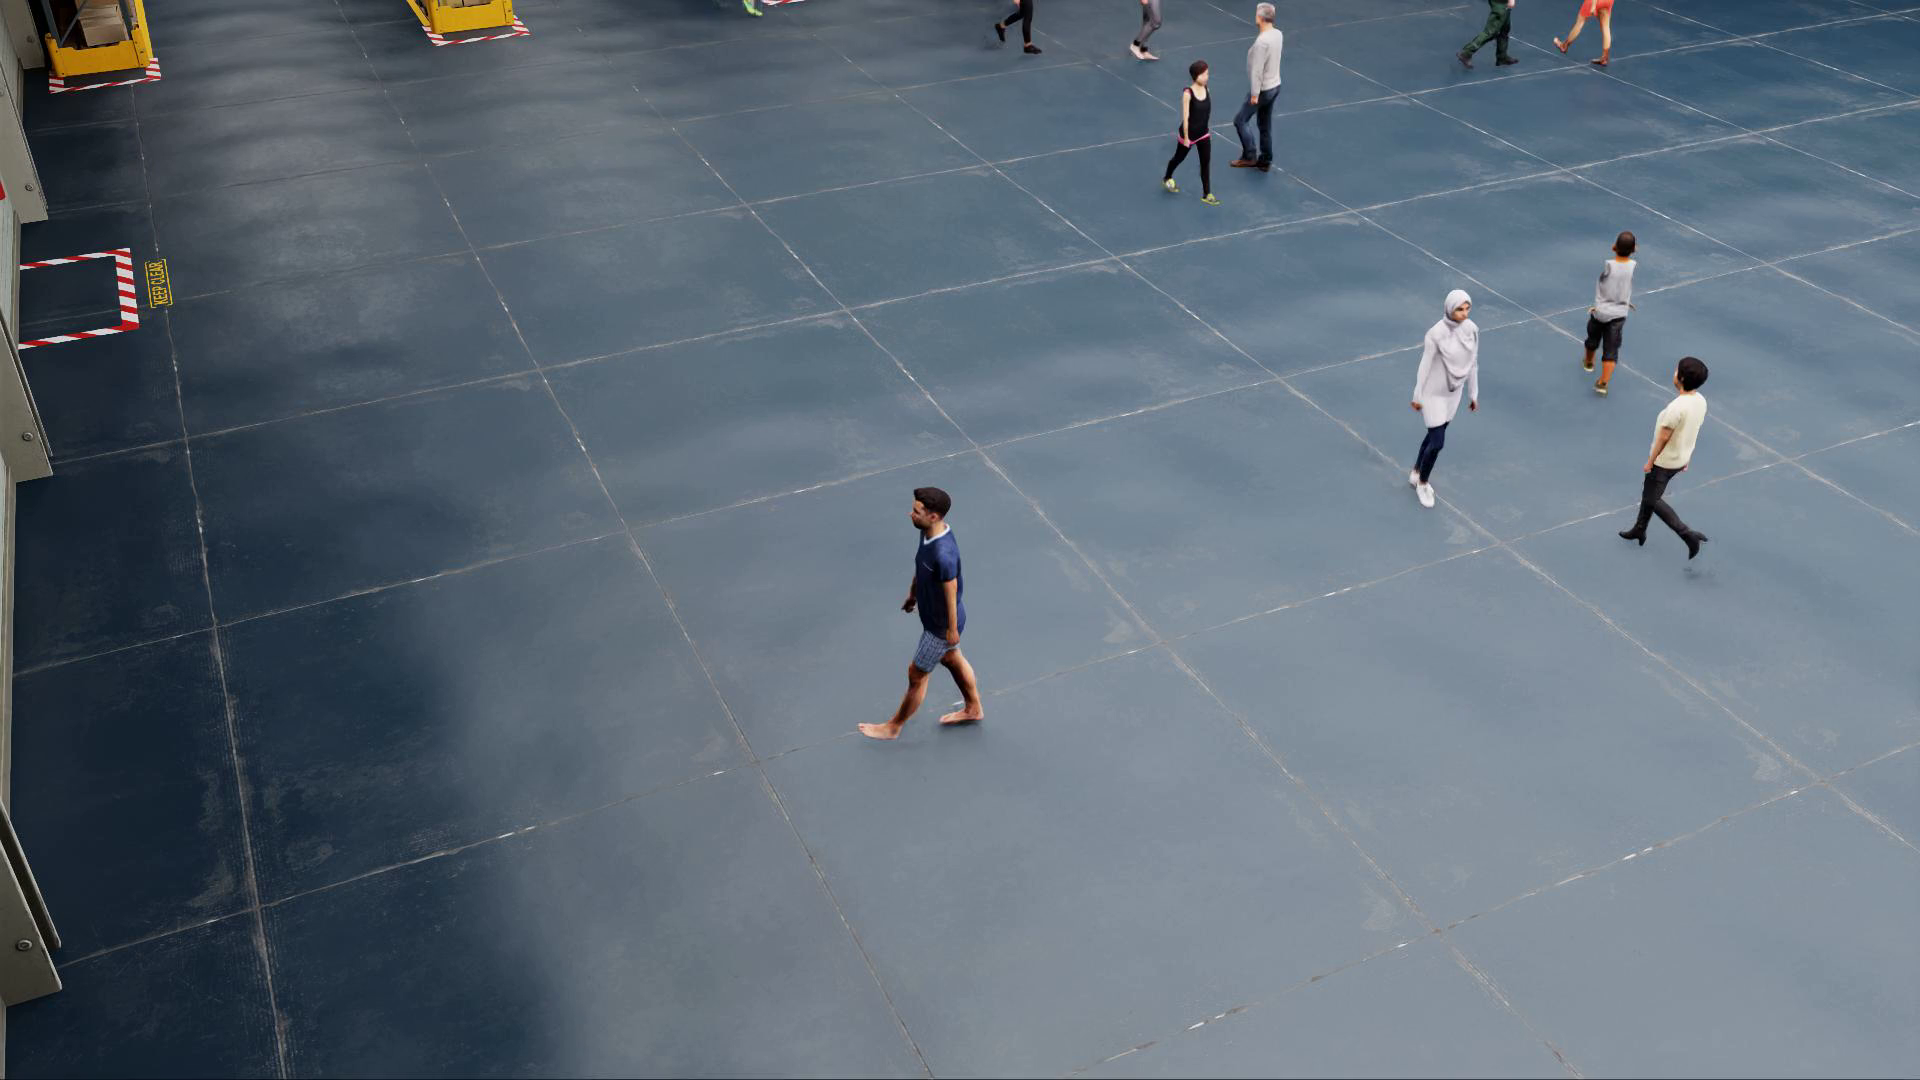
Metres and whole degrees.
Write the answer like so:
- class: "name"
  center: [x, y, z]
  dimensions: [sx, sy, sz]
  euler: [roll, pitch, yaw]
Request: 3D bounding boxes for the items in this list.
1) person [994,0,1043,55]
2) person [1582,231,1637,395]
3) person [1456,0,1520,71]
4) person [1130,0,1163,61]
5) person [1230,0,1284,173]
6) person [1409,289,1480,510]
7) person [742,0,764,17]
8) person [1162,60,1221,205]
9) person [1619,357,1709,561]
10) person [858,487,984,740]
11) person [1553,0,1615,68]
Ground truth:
- class: "person"
  center: [0.797, -7.540, 22.780]
  dimensions: [1.086, 1.690, 0.979]
  euler: [15, 36, 22]
- class: "person"
  center: [5.711, -2.012, 14.526]
  dimensions: [0.957, 1.421, 1.081]
  euler: [7, 34, 10]
- class: "person"
  center: [7.096, -7.176, 22.056]
  dimensions: [0.976, 1.869, 1.212]
  euler: [-5, 33, -7]
- class: "person"
  center: [2.478, -7.411, 22.451]
  dimensions: [0.877, 1.831, 0.798]
  euler: [7, 34, 11]
- class: "person"
  center: [3.496, -5.076, 18.807]
  dimensions: [0.887, 1.891, 0.879]
  euler: [21, 39, 29]
- class: "person"
  center: [3.690, -1.155, 12.897]
  dimensions: [0.611, 1.761, 0.675]
  euler: [-14, 36, -20]
- class: "person"
  center: [-3.123, -8.546, 24.322]
  dimensions: [0.765, 1.695, 0.736]
  euler: [23, 40, 31]
- class: "person"
  center: [2.503, -4.485, 18.244]
  dimensions: [0.689, 1.514, 1.083]
  euler: [-22, 39, -30]
- class: "person"
  center: [5.236, -0.551, 12.145]
  dimensions: [0.756, 1.568, 0.974]
  euler: [-26, 41, -34]
- class: "person"
  center: [-0.040, 0.466, 10.358]
  dimensions: [0.882, 1.811, 1.074]
  euler: [-6, 33, -9]
- class: "person"
  center: [8.619, -7.156, 22.209]
  dimensions: [0.656, 1.668, 1.130]
  euler: [-18, 37, -25]
